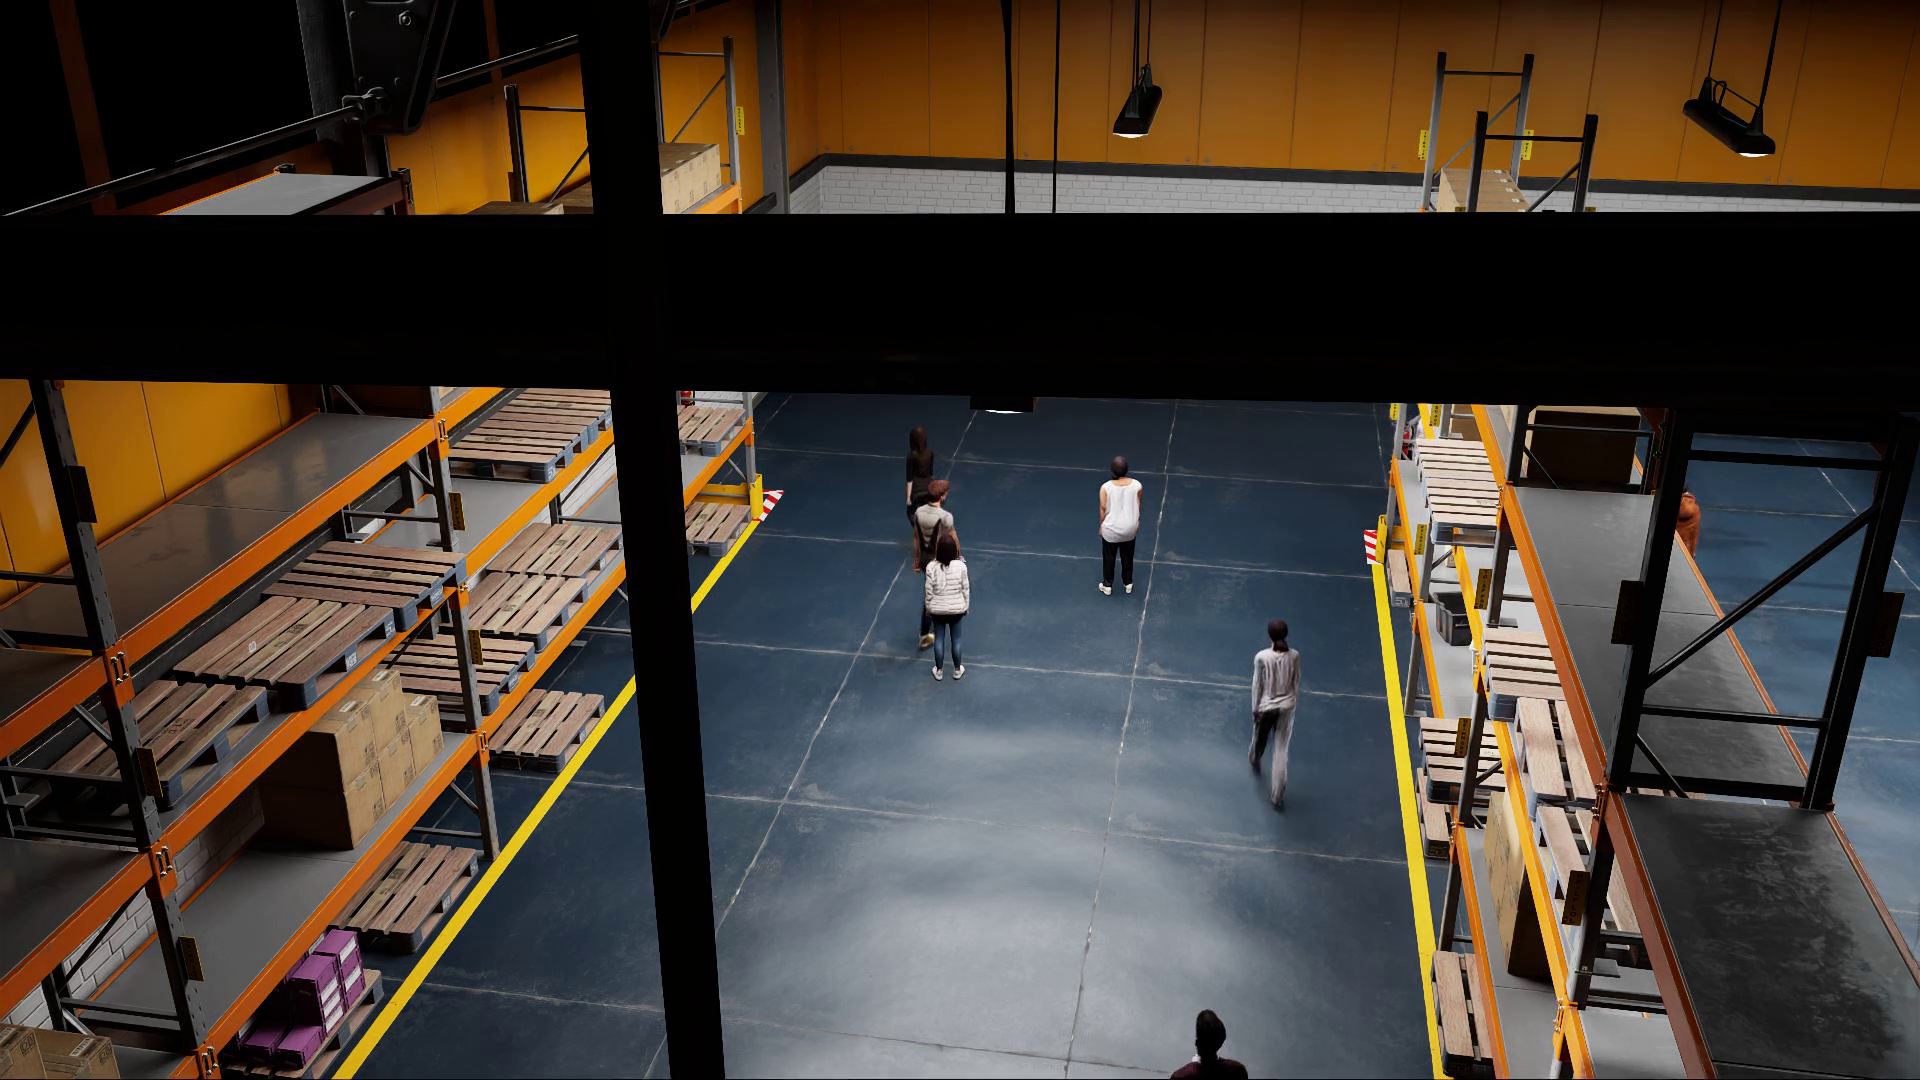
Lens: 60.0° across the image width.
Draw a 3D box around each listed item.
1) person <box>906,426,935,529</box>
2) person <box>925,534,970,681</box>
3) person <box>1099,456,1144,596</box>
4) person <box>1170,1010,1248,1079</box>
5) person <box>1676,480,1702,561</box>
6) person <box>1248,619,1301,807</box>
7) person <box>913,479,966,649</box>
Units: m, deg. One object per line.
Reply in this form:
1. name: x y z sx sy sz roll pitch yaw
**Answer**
1. person: -0.426 -0.557 20.181 0.800 1.625 0.864 -14 27 -28
2. person: -0.134 0.691 17.310 0.657 1.638 0.611 -1 24 -1
3. person: 1.832 -0.182 19.244 0.732 1.688 0.721 -4 24 -9
4. person: 1.490 3.715 10.134 0.952 1.845 1.163 -5 24 -12
5. person: 7.815 0.209 18.190 0.933 1.817 1.018 -8 25 -17
6. person: 2.892 1.598 15.132 0.708 1.721 1.136 1 24 2
7. person: -0.321 0.293 17.966 0.978 1.842 1.225 16 28 32
